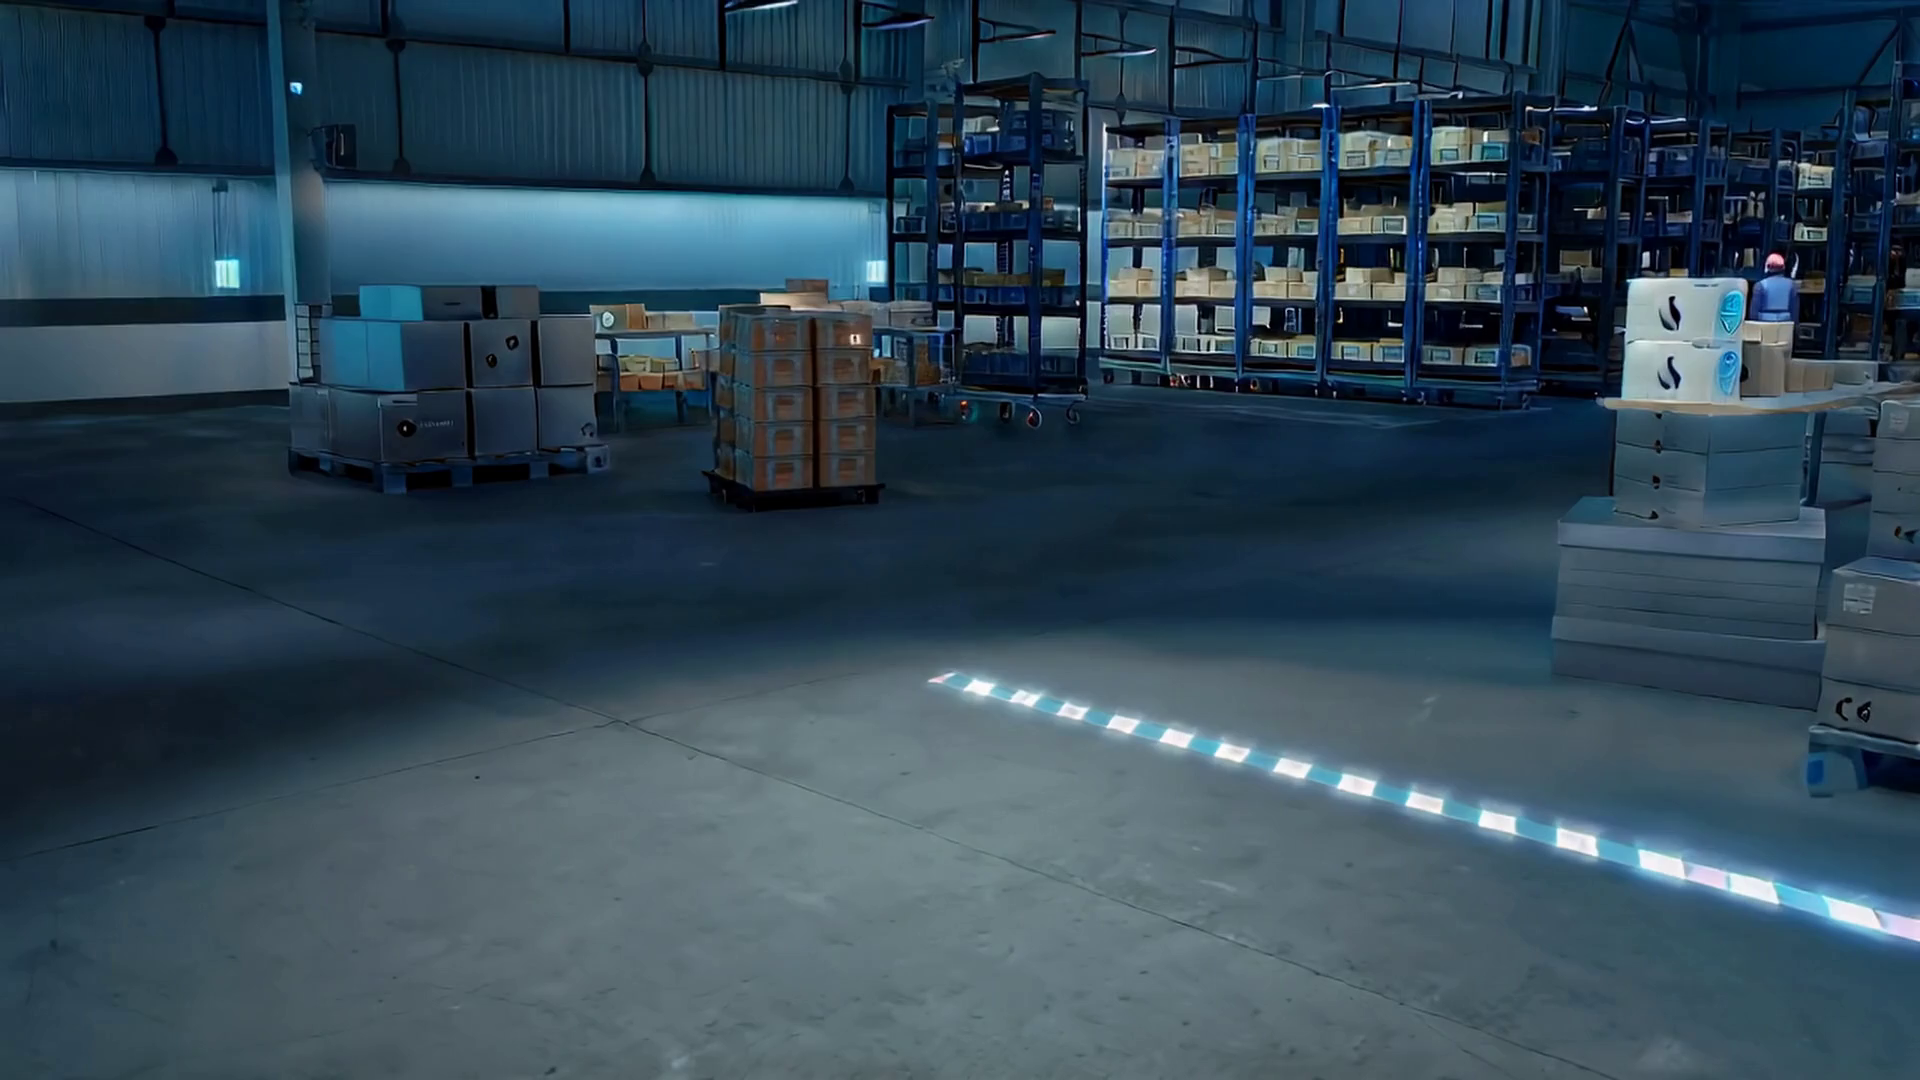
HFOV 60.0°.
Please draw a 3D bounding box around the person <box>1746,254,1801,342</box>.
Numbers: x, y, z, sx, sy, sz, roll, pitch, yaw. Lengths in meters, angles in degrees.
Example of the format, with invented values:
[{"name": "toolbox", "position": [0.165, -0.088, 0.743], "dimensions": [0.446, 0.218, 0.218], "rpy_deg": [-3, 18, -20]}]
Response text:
[{"name": "person", "position": [9.930, -2.584, 20.367], "dimensions": [0.608, 1.821, 0.416], "rpy_deg": [3, 10, 15]}]
